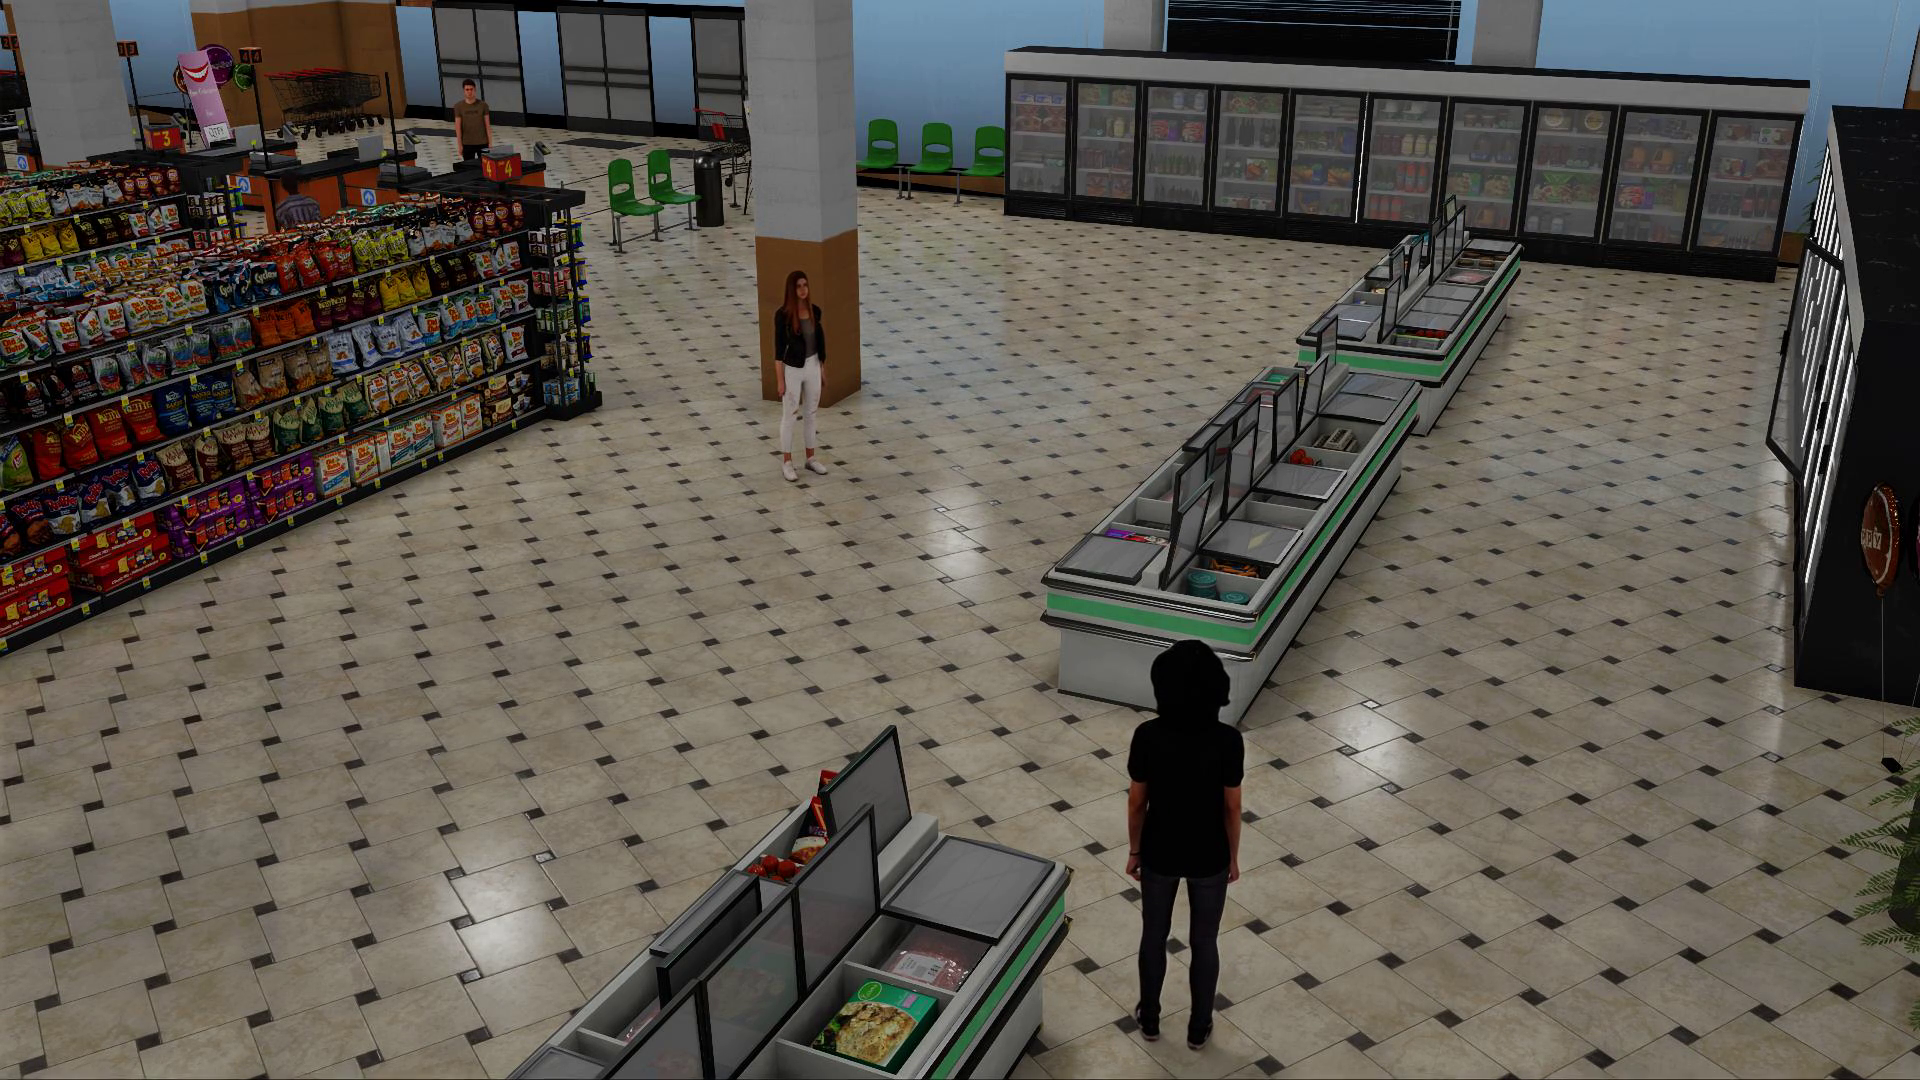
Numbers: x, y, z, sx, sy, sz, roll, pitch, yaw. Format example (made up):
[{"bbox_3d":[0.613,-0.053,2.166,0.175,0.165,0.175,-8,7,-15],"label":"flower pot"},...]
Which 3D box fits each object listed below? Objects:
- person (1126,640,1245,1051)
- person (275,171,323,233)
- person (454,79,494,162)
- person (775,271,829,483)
[{"bbox_3d":[0.917,1.266,6.821,0.675,1.829,0.603,5,22,11],"label":"person"},{"bbox_3d":[-6.759,-2.911,17.344,1.210,1.733,1.120,-13,25,-30],"label":"person"},{"bbox_3d":[-7.120,-5.817,24.419,0.731,1.852,0.806,-9,24,-22],"label":"person"},{"bbox_3d":[-1.296,-1.349,13.499,0.624,1.703,0.729,-14,26,-30],"label":"person"}]
